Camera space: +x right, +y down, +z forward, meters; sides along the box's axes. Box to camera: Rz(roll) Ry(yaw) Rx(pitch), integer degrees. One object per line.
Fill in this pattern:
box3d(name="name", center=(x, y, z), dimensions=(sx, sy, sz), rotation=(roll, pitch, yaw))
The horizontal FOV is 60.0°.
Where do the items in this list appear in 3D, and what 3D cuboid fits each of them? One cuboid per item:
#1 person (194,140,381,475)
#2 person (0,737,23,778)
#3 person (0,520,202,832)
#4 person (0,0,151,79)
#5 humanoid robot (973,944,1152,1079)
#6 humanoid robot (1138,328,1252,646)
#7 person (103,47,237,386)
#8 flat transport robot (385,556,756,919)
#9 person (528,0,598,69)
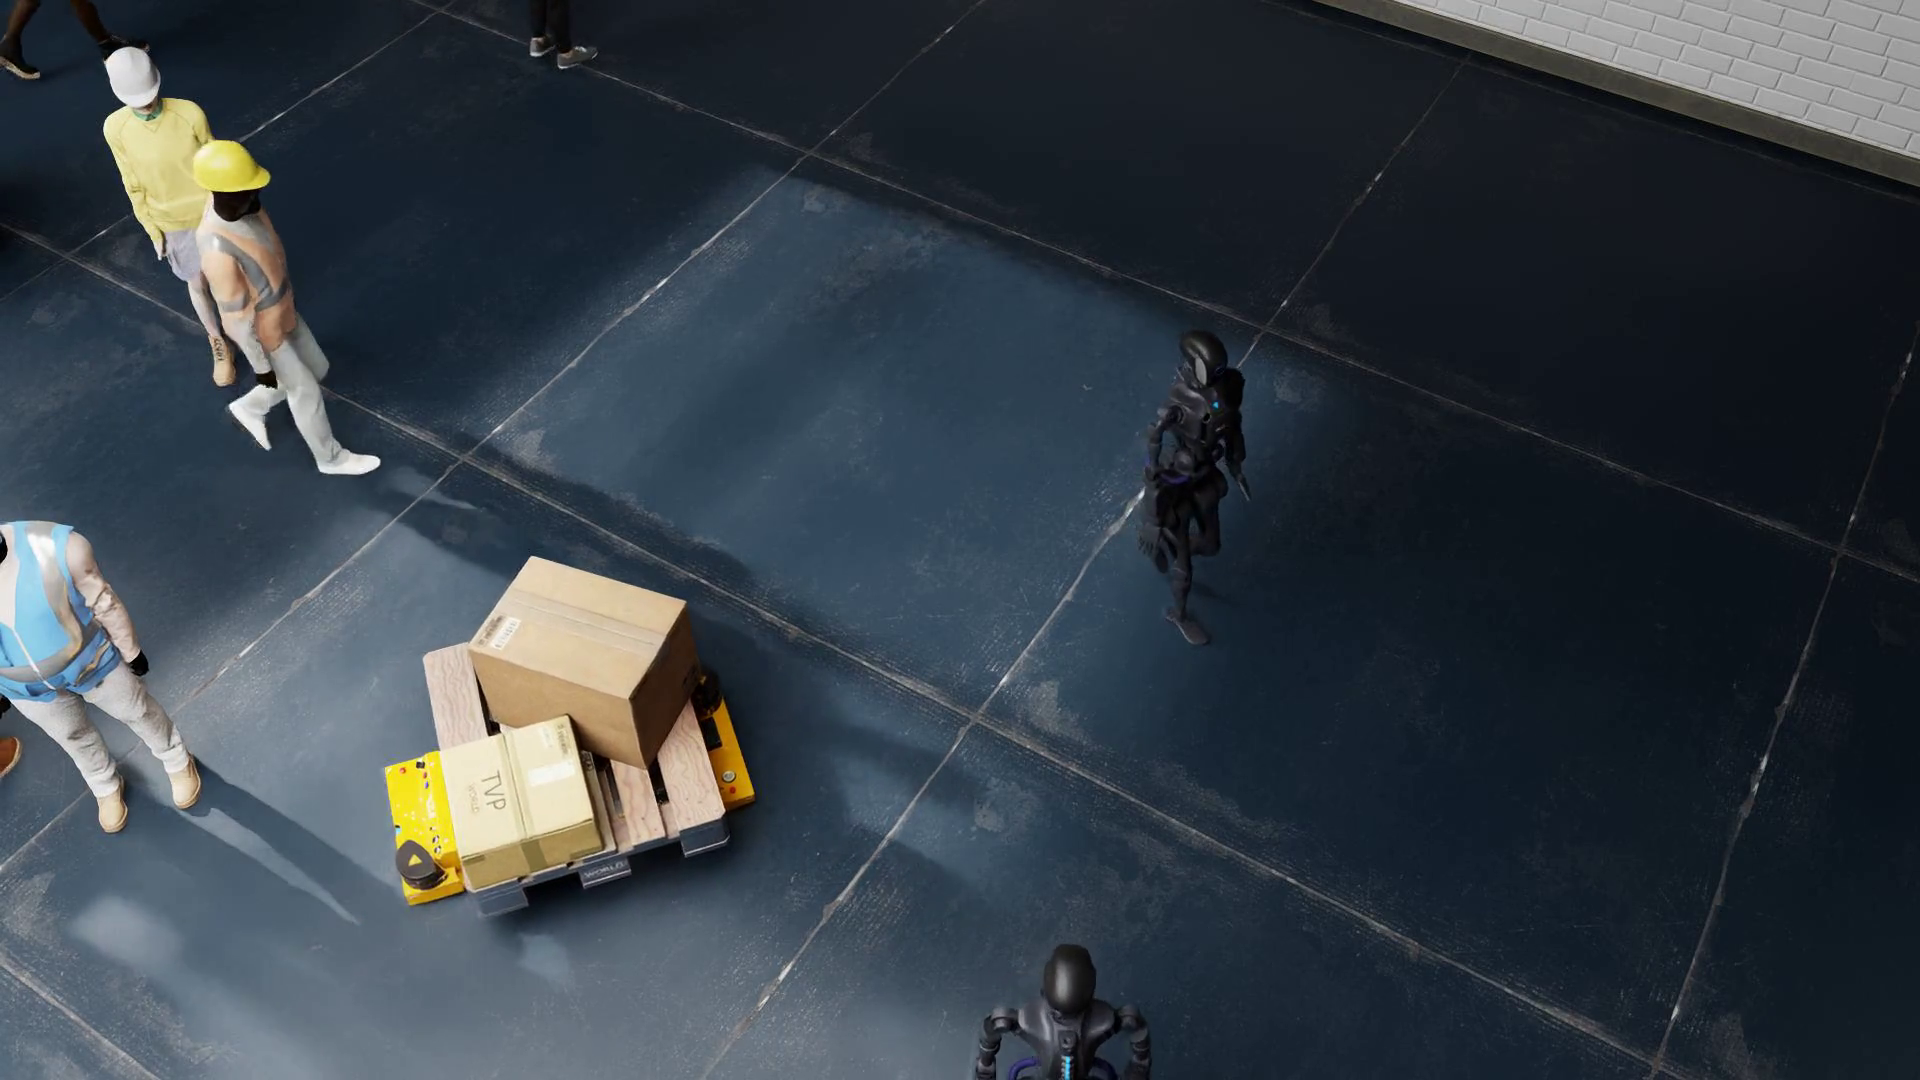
box3d(name="person", center=(-3.223, -1.014, 7.615), dimensions=(0.629, 1.904, 0.593), rotation=(-5, 49, -4))
box3d(name="person", center=(-4.149, 0.297, 6.435), dimensions=(0.617, 1.962, 0.516), rotation=(19, 52, 16))
box3d(name="person", center=(-3.450, 0.480, 6.360), dimensions=(0.628, 1.837, 0.429), rotation=(-16, 51, -14))
box3d(name="person", center=(-5.606, -3.620, 9.875), dimensions=(0.831, 1.937, 0.614), rotation=(-31, 56, -24))
box3d(name="humanoid robot", center=(0.314, 1.797, 5.303), dimensions=(0.599, 1.638, 0.388), rotation=(0, 49, 0))
box3d(name="humanoid robot", center=(0.962, -0.248, 7.105), dimensions=(0.589, 1.635, 0.548), rotation=(-33, 56, -25))
box3d(name="person", center=(-3.753, -1.581, 8.126), dimensions=(0.470, 1.885, 0.393), rotation=(-19, 52, -16))
box3d(name="flat transport robot", center=(-1.635, 0.998, 6.943), dimensions=(1.431, 0.231, 0.659), rotation=(-15, 51, -13))
box3d(name="person", center=(-2.526, -3.643, 10.016), dimensions=(0.764, 1.749, 0.452), rotation=(32, 56, 25))
